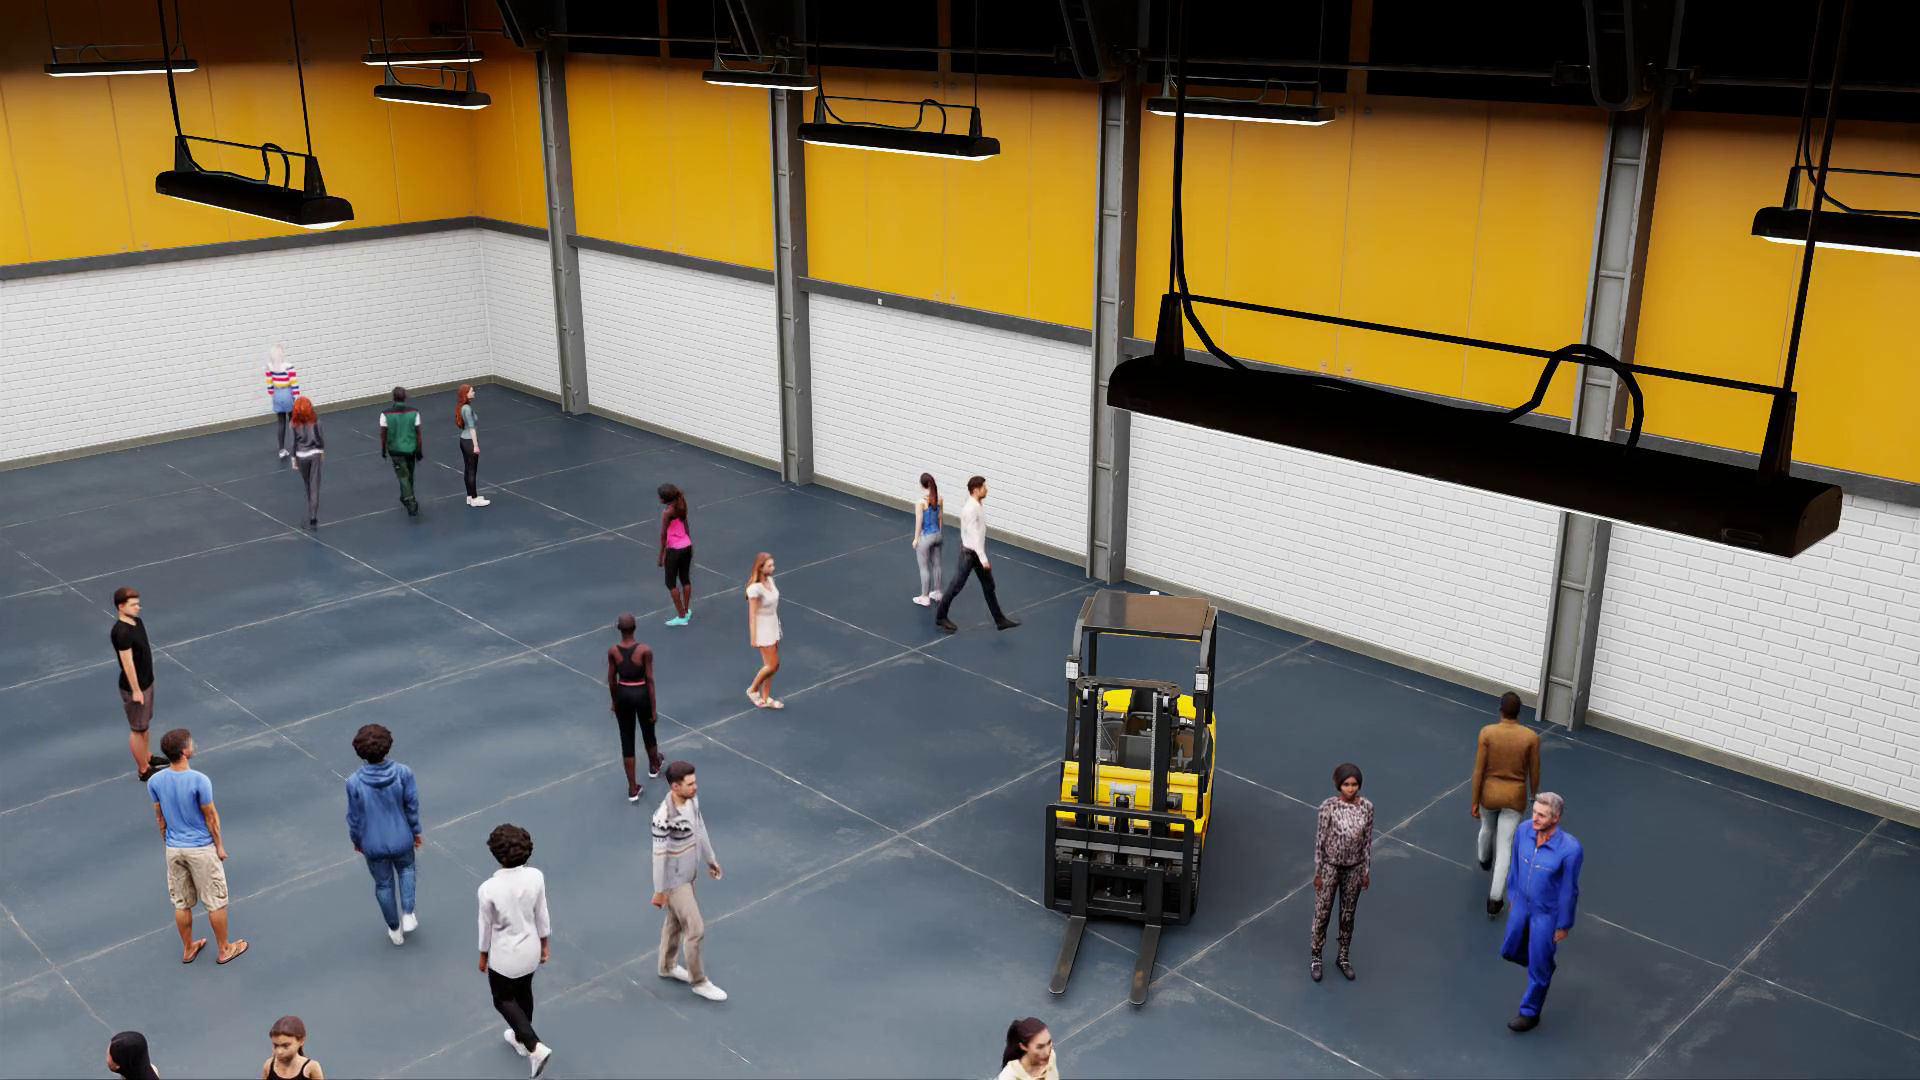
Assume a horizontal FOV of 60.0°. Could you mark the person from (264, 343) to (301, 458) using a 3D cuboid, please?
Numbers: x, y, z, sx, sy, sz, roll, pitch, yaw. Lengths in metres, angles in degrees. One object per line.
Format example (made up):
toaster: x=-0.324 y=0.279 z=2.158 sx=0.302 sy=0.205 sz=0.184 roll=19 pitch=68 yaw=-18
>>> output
person: x=-10.526 y=-2.181 z=25.861 sx=0.791 sy=1.812 sz=0.863 roll=2 pitch=19 yaw=6

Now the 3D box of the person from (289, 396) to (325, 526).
person: x=-8.824 y=-1.025 z=22.585 sx=1.034 sy=1.713 sz=1.259 roll=-5 pitch=19 yaw=-13

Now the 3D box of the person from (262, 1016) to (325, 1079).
person: x=-3.807 y=3.434 z=9.577 sx=0.613 sy=1.564 sz=0.673 roll=0 pitch=19 yaw=0

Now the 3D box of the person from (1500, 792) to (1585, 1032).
person: x=4.150 y=2.584 z=11.718 sx=0.885 sy=1.808 sz=0.857 roll=-11 pitch=22 yaw=-30

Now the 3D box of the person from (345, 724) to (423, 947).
person: x=-4.349 y=2.281 z=12.636 sx=0.782 sy=1.797 sz=0.763 roll=-8 pitch=20 yaw=-22

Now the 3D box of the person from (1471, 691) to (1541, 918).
person: x=4.304 y=2.115 z=13.175 sx=1.219 sy=1.766 sz=1.025 roll=8 pitch=20 yaw=22

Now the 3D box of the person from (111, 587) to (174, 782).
person: x=-7.635 y=1.314 z=15.407 sx=0.836 sy=1.860 sz=0.720 roll=-4 pitch=19 yaw=-13

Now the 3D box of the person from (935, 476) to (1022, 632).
person: x=0.035 y=0.202 z=18.784 sx=1.337 sy=1.813 sz=1.064 roll=6 pitch=20 yaw=18

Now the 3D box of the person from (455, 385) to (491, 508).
person: x=-6.923 y=-1.343 z=23.481 sx=0.686 sy=1.743 sz=0.555 roll=-11 pitch=21 yaw=-29

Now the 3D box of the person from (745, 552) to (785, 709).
person: x=-2.044 y=0.912 z=16.875 sx=0.736 sy=1.686 sz=0.687 roll=6 pitch=20 yaw=18

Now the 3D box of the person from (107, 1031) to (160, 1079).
person: x=-4.461 y=3.469 z=9.144 sx=0.862 sy=1.774 sz=0.789 roll=-3 pitch=19 yaw=-8

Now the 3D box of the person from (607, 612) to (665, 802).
person: x=-2.972 y=1.515 z=14.997 sx=1.019 sy=1.741 sz=1.067 roll=1 pitch=19 yaw=2

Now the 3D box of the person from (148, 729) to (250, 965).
person: x=-5.766 y=2.299 z=12.480 sx=0.708 sy=1.863 sz=0.793 roll=2 pitch=19 yaw=5

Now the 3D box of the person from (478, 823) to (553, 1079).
person: x=-2.966 y=2.774 z=11.171 sx=0.646 sy=1.797 sz=0.964 roll=-16 pitch=24 yaw=-39

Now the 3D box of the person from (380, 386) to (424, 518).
person: x=-7.655 y=-1.170 z=22.884 sx=0.846 sy=1.796 sz=1.276 roll=-12 pitch=22 yaw=-31

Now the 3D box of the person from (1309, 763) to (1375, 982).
person: x=2.813 y=2.441 z=12.291 sx=0.683 sy=1.713 sz=0.741 roll=0 pitch=19 yaw=-1

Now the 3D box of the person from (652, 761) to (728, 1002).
person: x=-2.128 y=2.430 z=12.127 sx=1.021 sy=1.840 sz=0.930 roll=4 pitch=19 yaw=11

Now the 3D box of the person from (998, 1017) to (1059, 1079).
person: x=0.329 y=3.422 z=9.565 sx=0.685 sy=1.594 sz=1.026 roll=-17 pitch=25 yaw=-40

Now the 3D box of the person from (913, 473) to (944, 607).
person: x=-0.369 y=-0.018 z=19.757 sx=0.567 sy=1.609 sz=0.545 roll=-16 pitch=24 yaw=-39

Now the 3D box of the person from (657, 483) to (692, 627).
person: x=-3.227 y=0.126 z=19.185 sx=0.756 sy=1.701 sz=0.670 roll=-16 pitch=25 yaw=-40
